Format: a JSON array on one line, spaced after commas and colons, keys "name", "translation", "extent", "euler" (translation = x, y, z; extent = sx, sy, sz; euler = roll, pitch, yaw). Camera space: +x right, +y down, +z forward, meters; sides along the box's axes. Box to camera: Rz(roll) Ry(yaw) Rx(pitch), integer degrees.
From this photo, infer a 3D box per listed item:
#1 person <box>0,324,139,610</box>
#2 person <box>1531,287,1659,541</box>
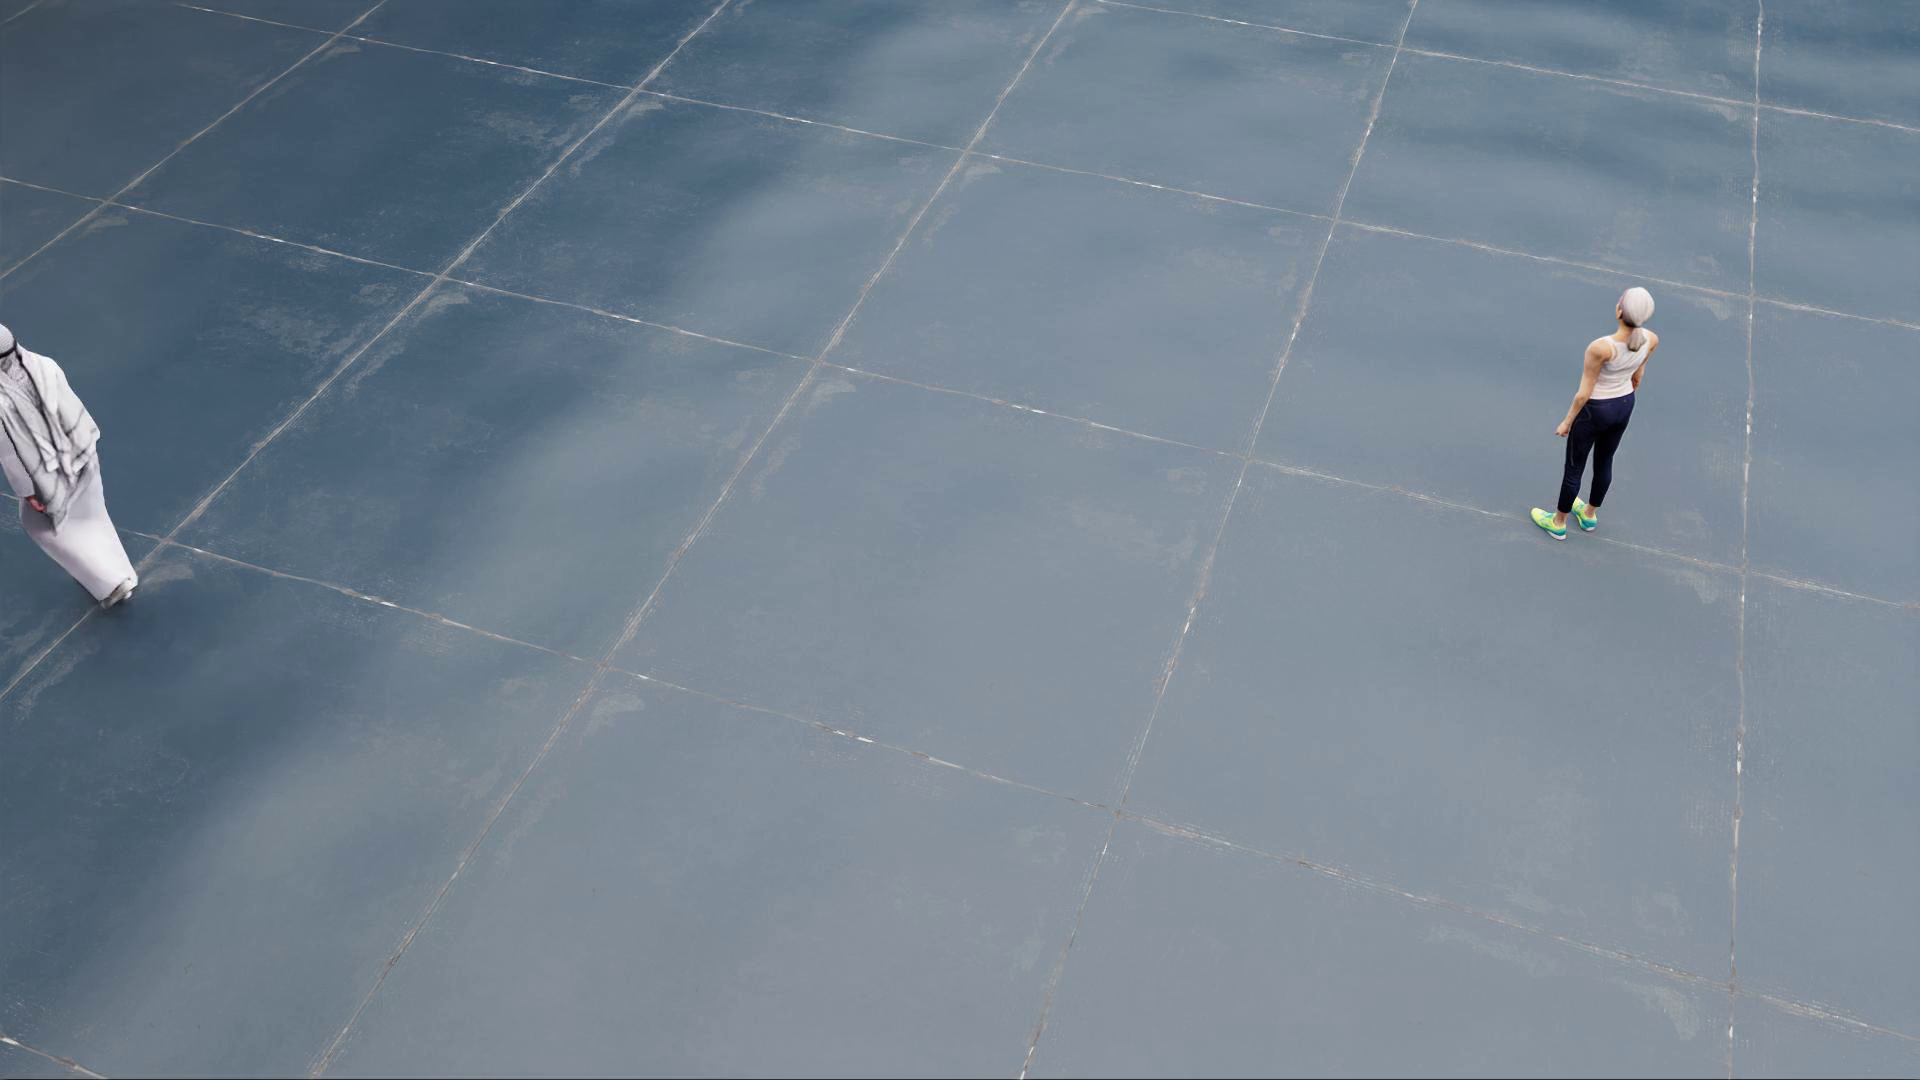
[{"name": "person", "translation": [-4.848, -0.362, 9.058], "extent": [0.863, 1.912, 0.754], "euler": [21, 47, 21]}, {"name": "person", "translation": [3.700, -0.718, 9.594], "extent": [0.662, 1.702, 0.744], "euler": [-13, 45, -14]}]
